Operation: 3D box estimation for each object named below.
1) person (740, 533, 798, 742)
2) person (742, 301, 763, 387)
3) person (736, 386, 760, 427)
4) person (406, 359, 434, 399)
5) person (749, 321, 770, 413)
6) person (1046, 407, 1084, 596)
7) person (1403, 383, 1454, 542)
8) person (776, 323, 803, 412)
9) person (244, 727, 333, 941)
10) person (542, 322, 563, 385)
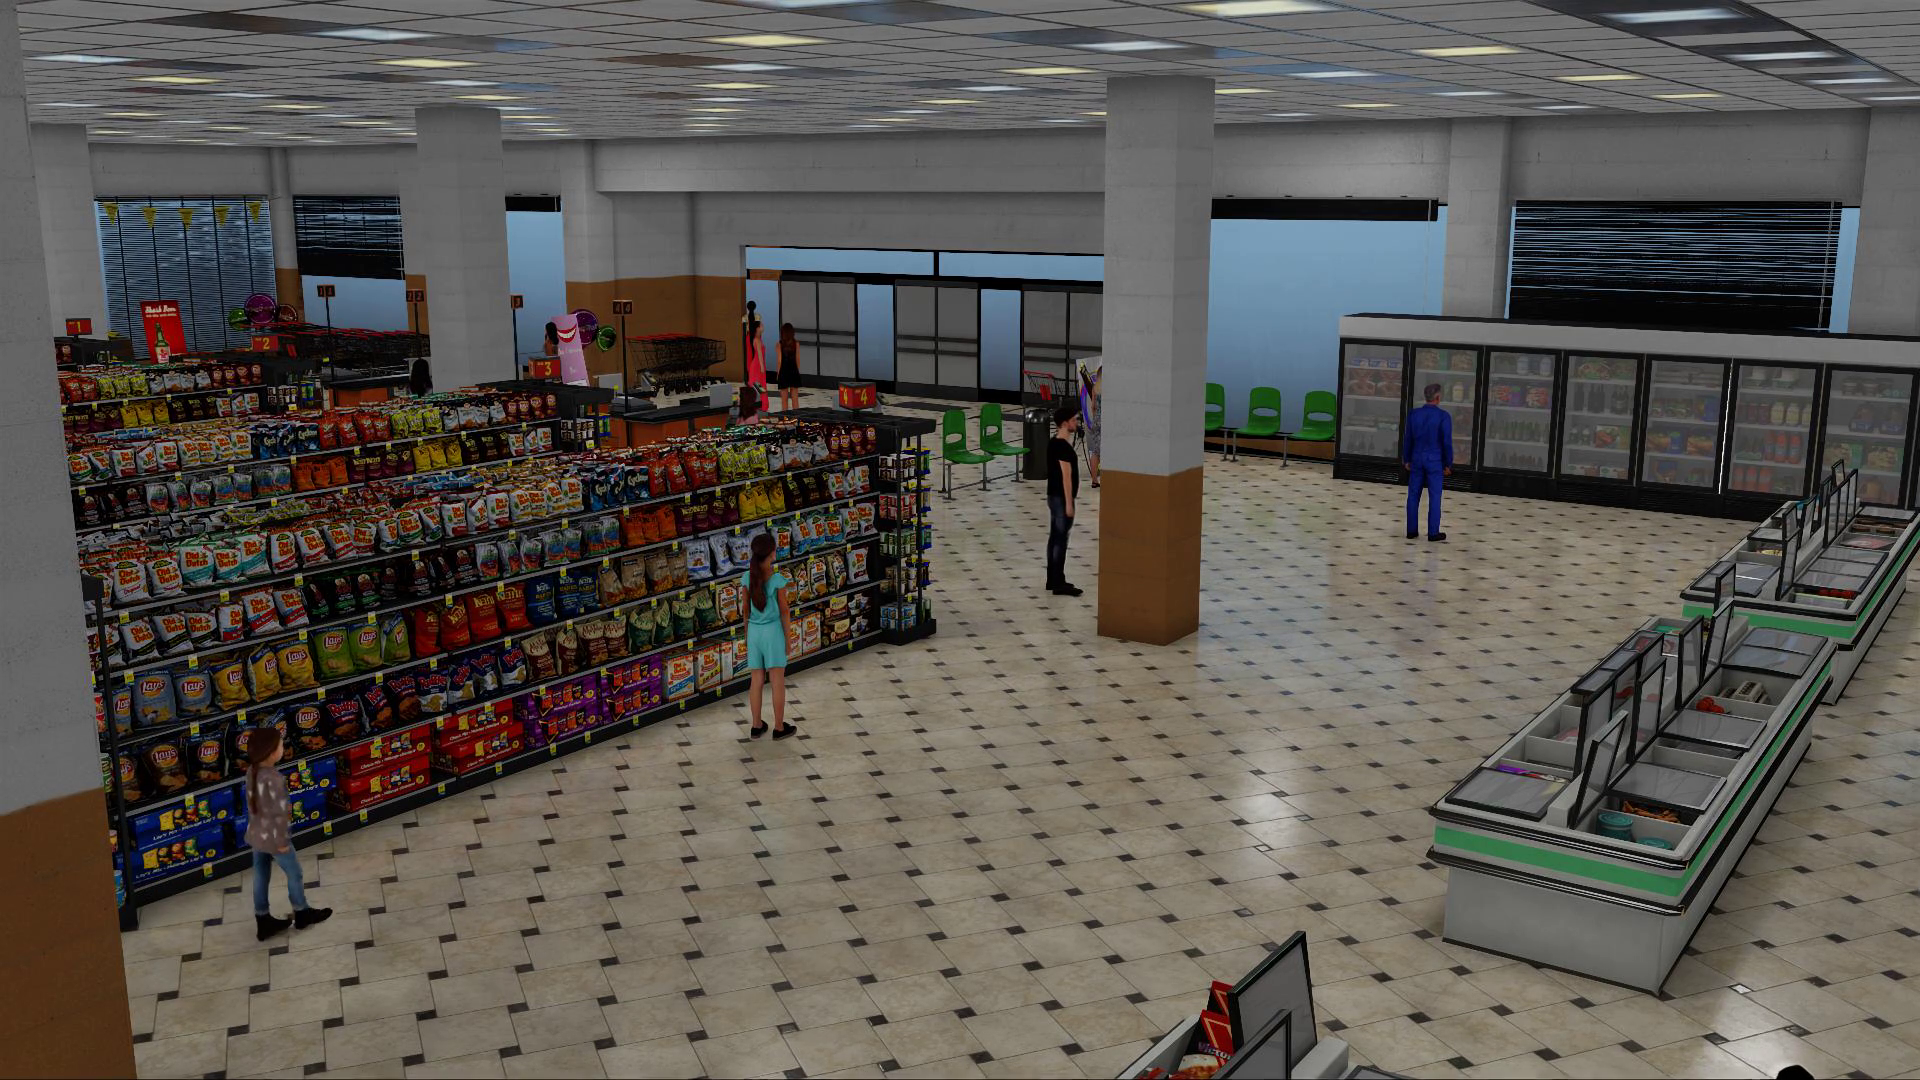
[{"bbox_3d":[-1.441,0.709,12.385,0.602,1.558,0.603,4,13,19],"label":"person"},{"bbox_3d":[-4.304,-4.076,34.543,0.640,1.792,0.745,-5,13,-22],"label":"person"},{"bbox_3d":[-2.463,-0.909,19.477,0.722,1.803,0.690,-4,12,-16],"label":"person"},{"bbox_3d":[-7.582,-1.713,23.527,0.677,1.706,0.717,-1,12,-4],"label":"person"},{"bbox_3d":[-3.651,-3.102,30.073,0.746,1.728,0.712,-4,13,-19],"label":"person"},{"bbox_3d":[1.025,-0.407,16.869,0.797,1.896,0.737,-2,12,-10],"label":"person"},{"bbox_3d":[5.463,-0.916,19.452,0.738,1.826,0.550,9,15,37],"label":"person"},{"bbox_3d":[-2.906,-2.763,28.203,0.627,1.835,0.724,-5,13,-22],"label":"person"},{"bbox_3d":[-3.795,1.607,9.029,0.498,1.185,0.604,9,15,35],"label":"person"},{"bbox_3d":[-7.537,-3.216,30.814,0.783,1.645,0.638,2,12,8],"label":"person"}]
